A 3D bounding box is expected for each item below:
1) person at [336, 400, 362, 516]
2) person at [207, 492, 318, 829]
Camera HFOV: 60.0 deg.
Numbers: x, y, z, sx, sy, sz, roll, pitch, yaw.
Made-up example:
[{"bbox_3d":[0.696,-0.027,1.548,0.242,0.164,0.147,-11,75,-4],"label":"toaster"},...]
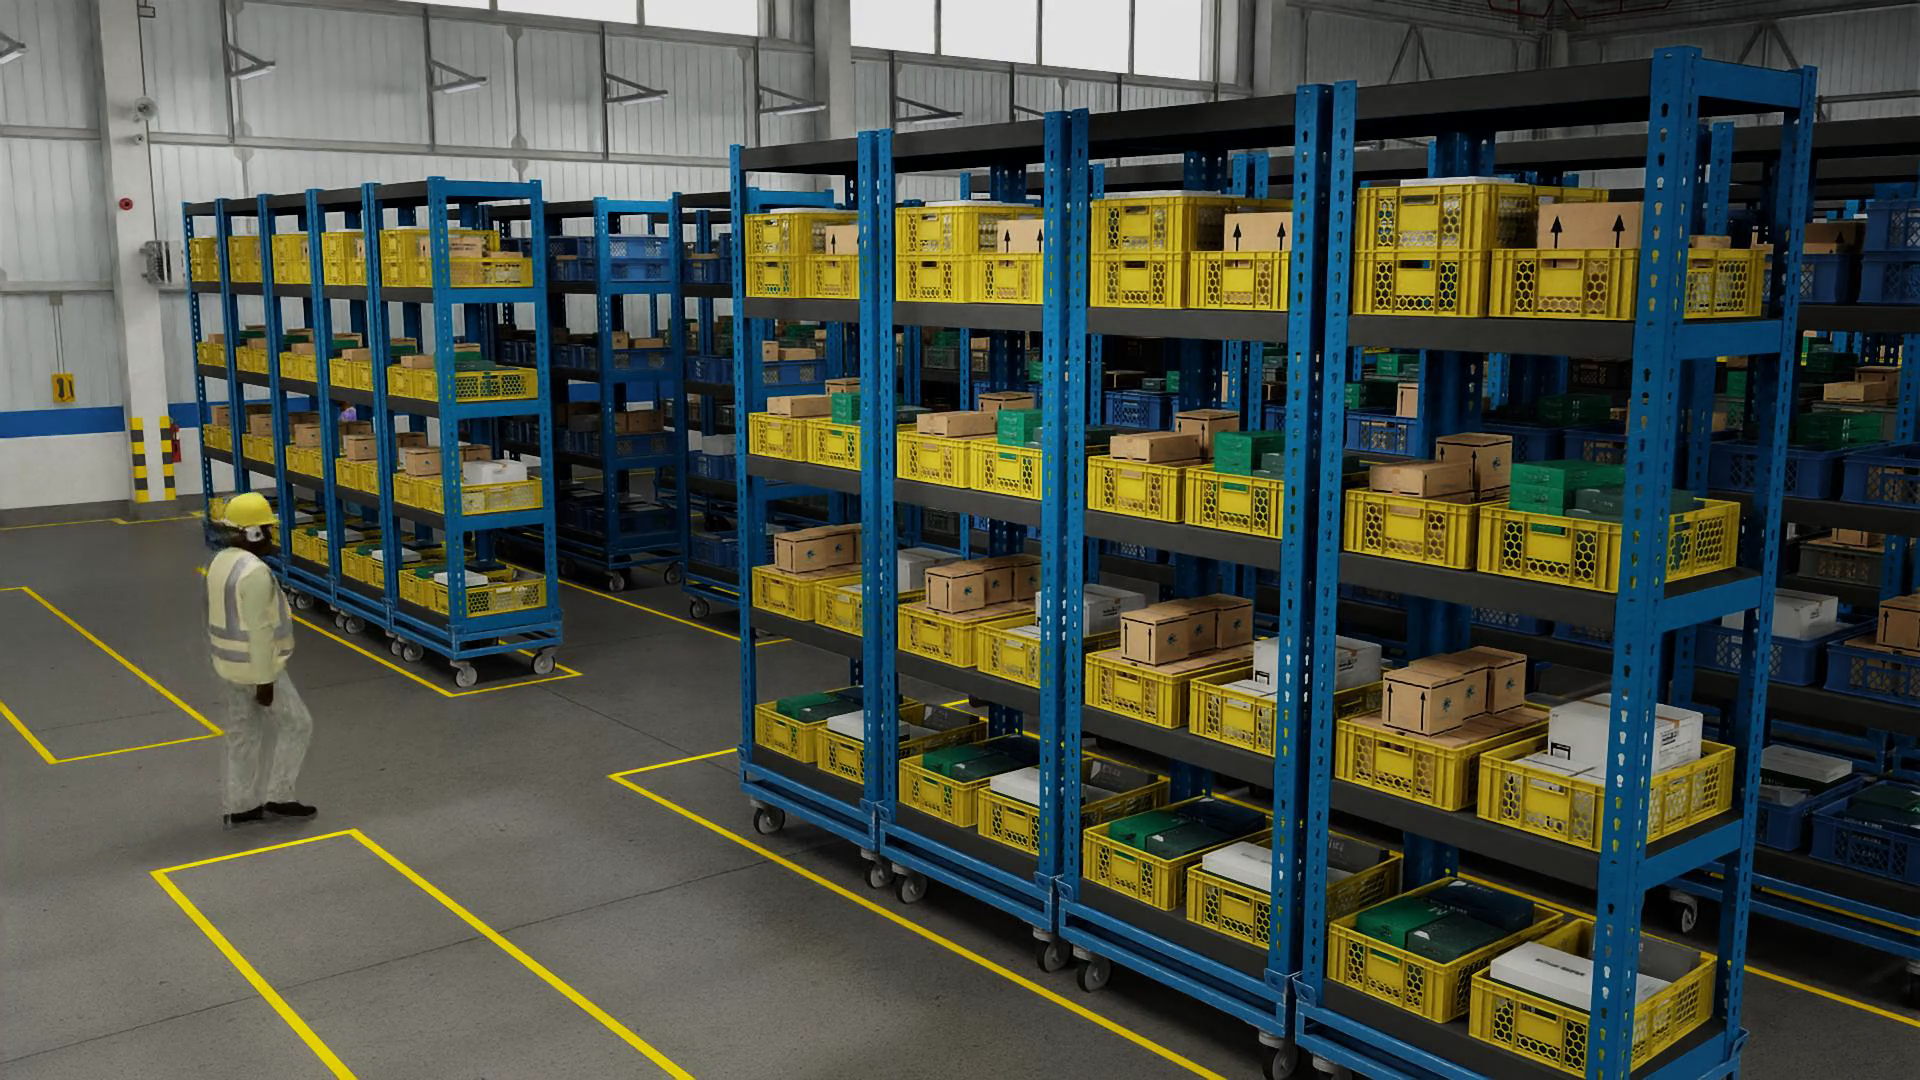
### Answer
[{"bbox_3d":[-6.166,-0.691,16.860,0.387,1.844,0.566,-3,10,-15],"label":"person"},{"bbox_3d":[-3.707,0.646,8.898,0.556,1.809,0.617,-9,13,-43],"label":"person"}]
